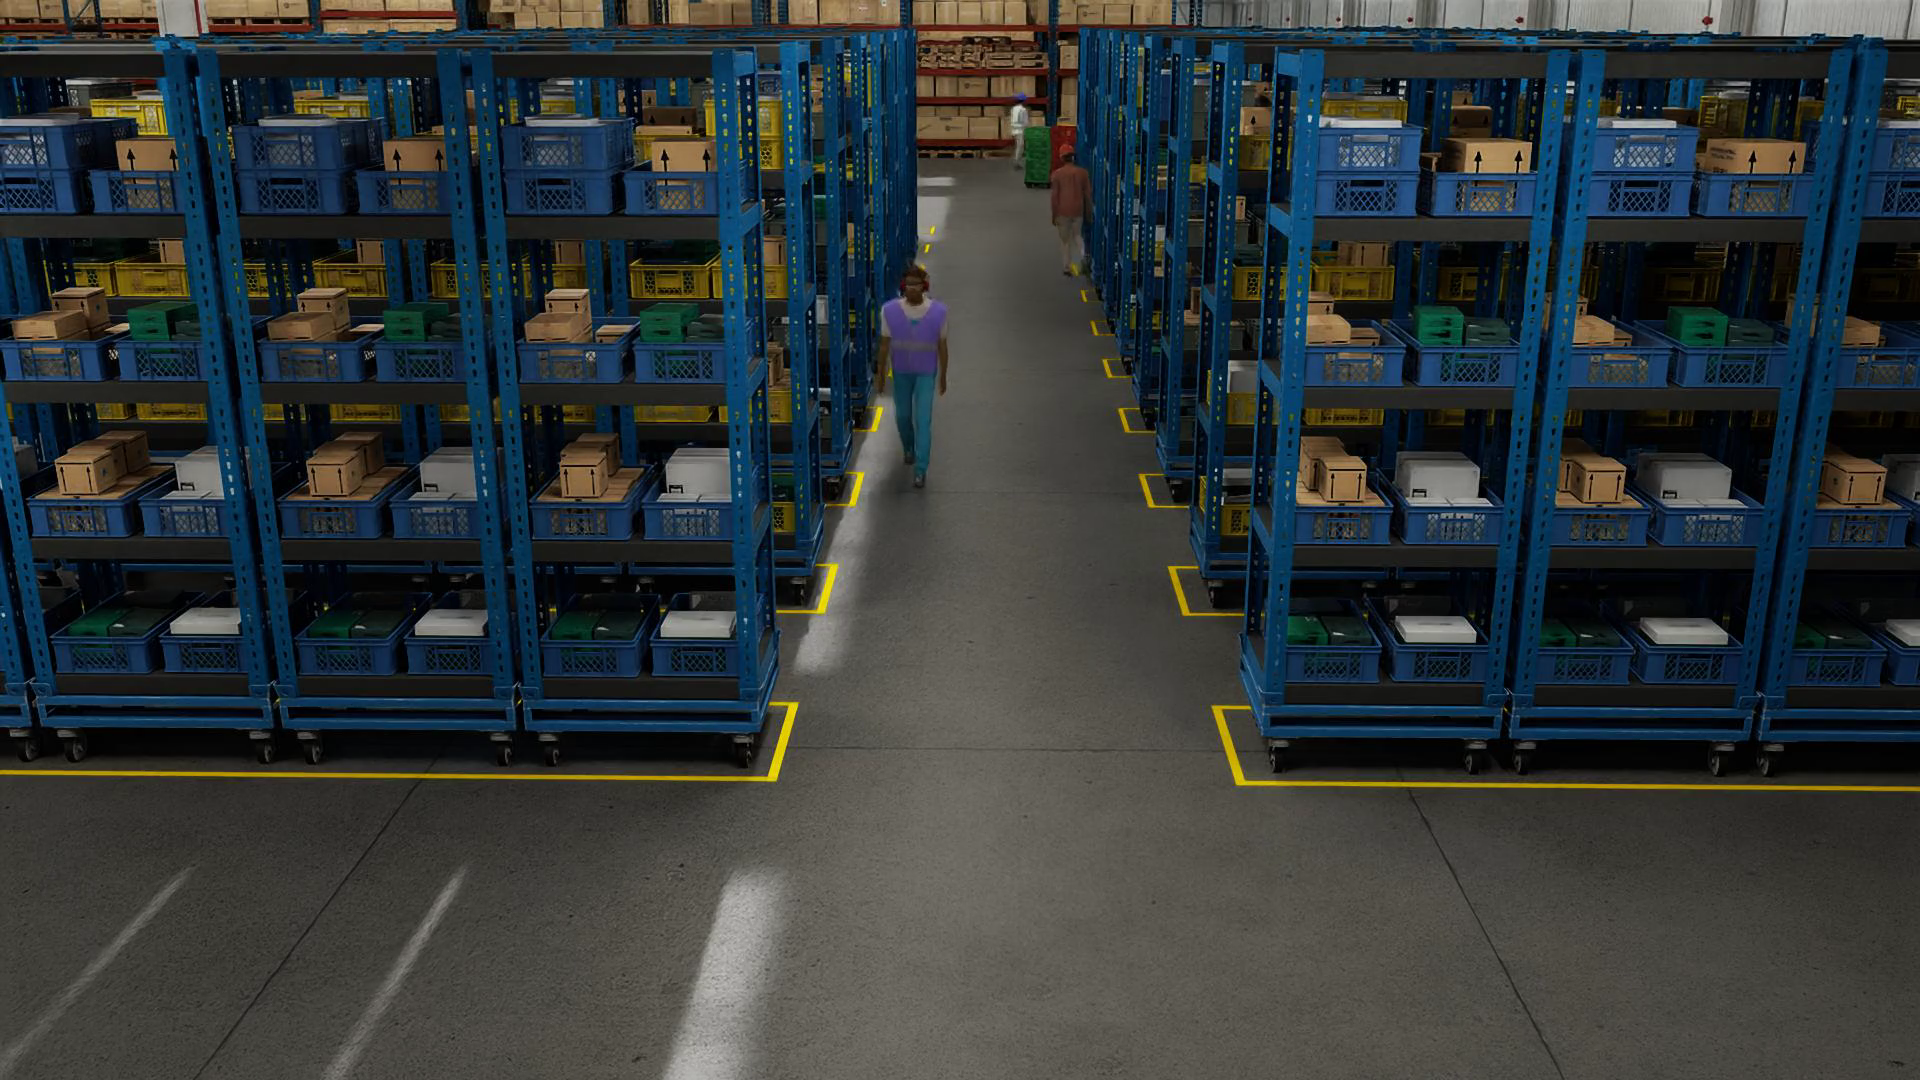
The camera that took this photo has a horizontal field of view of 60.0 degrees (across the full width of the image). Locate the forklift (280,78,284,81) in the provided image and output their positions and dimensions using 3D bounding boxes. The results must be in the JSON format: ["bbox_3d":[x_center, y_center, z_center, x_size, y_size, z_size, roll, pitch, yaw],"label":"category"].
[{"bbox_3d":[-18.009,-11.344,43.791,1.873,2.768,1.129,0,17,1],"label":"forklift"}]

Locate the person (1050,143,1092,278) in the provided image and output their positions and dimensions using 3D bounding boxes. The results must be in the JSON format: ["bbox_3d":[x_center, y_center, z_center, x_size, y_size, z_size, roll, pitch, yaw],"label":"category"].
[{"bbox_3d":[1.628,-4.884,24.715,0.617,1.967,0.527,-5,18,-15],"label":"person"}]

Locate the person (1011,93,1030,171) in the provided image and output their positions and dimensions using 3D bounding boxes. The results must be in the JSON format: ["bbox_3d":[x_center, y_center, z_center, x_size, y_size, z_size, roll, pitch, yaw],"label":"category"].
[{"bbox_3d":[1.567,-10.355,42.202,0.573,1.925,0.641,-10,20,-29],"label":"person"}]

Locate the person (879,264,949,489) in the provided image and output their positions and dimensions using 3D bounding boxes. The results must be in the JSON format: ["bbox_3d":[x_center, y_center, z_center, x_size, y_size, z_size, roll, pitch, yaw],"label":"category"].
[{"bbox_3d":[-0.378,-1.407,13.874,0.578,1.822,0.844,1,17,2],"label":"person"}]
